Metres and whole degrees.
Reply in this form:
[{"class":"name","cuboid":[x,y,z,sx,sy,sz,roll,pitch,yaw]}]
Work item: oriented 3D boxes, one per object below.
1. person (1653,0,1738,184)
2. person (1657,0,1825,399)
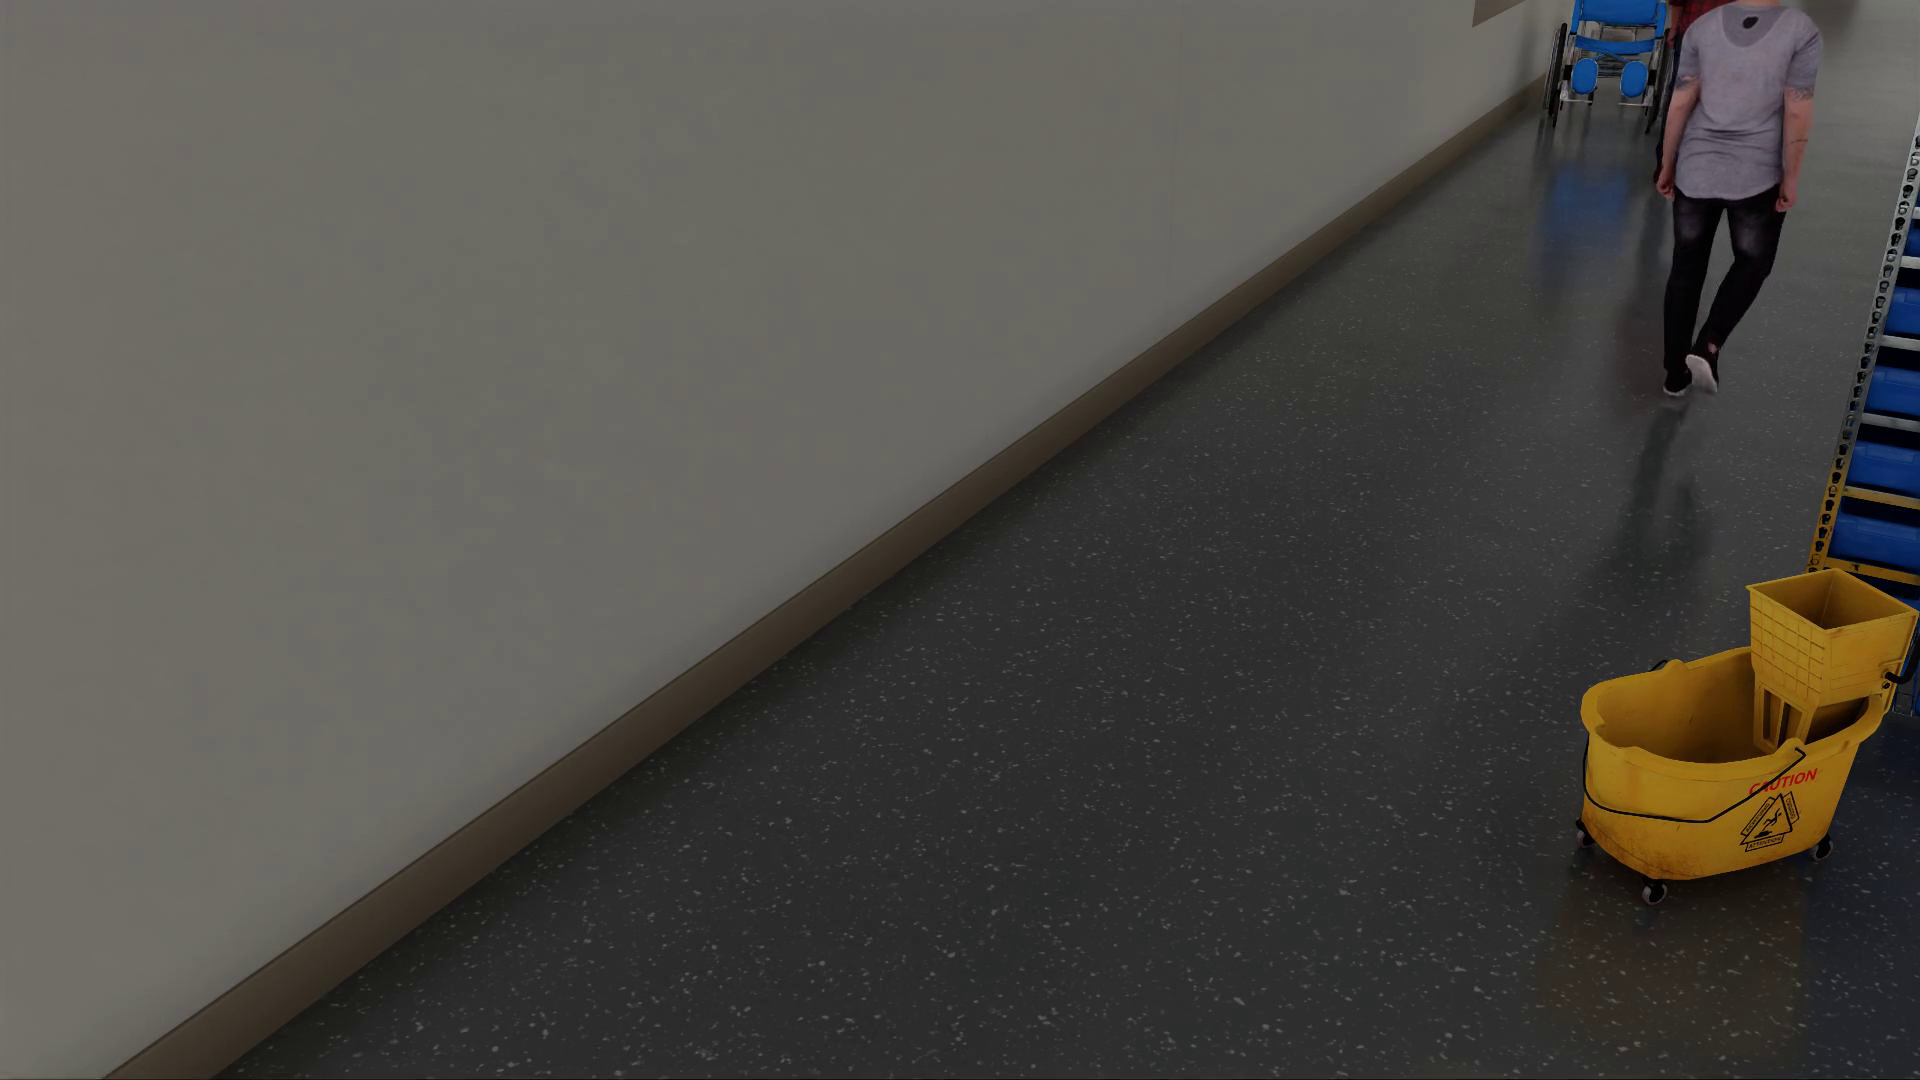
[{"class":"person","cuboid":[4.452,-3.025,9.827,0.483,1.831,0.743,15,30,29]},{"class":"person","cuboid":[2.947,-1.384,6.432,0.760,1.823,0.791,18,31,33]}]
